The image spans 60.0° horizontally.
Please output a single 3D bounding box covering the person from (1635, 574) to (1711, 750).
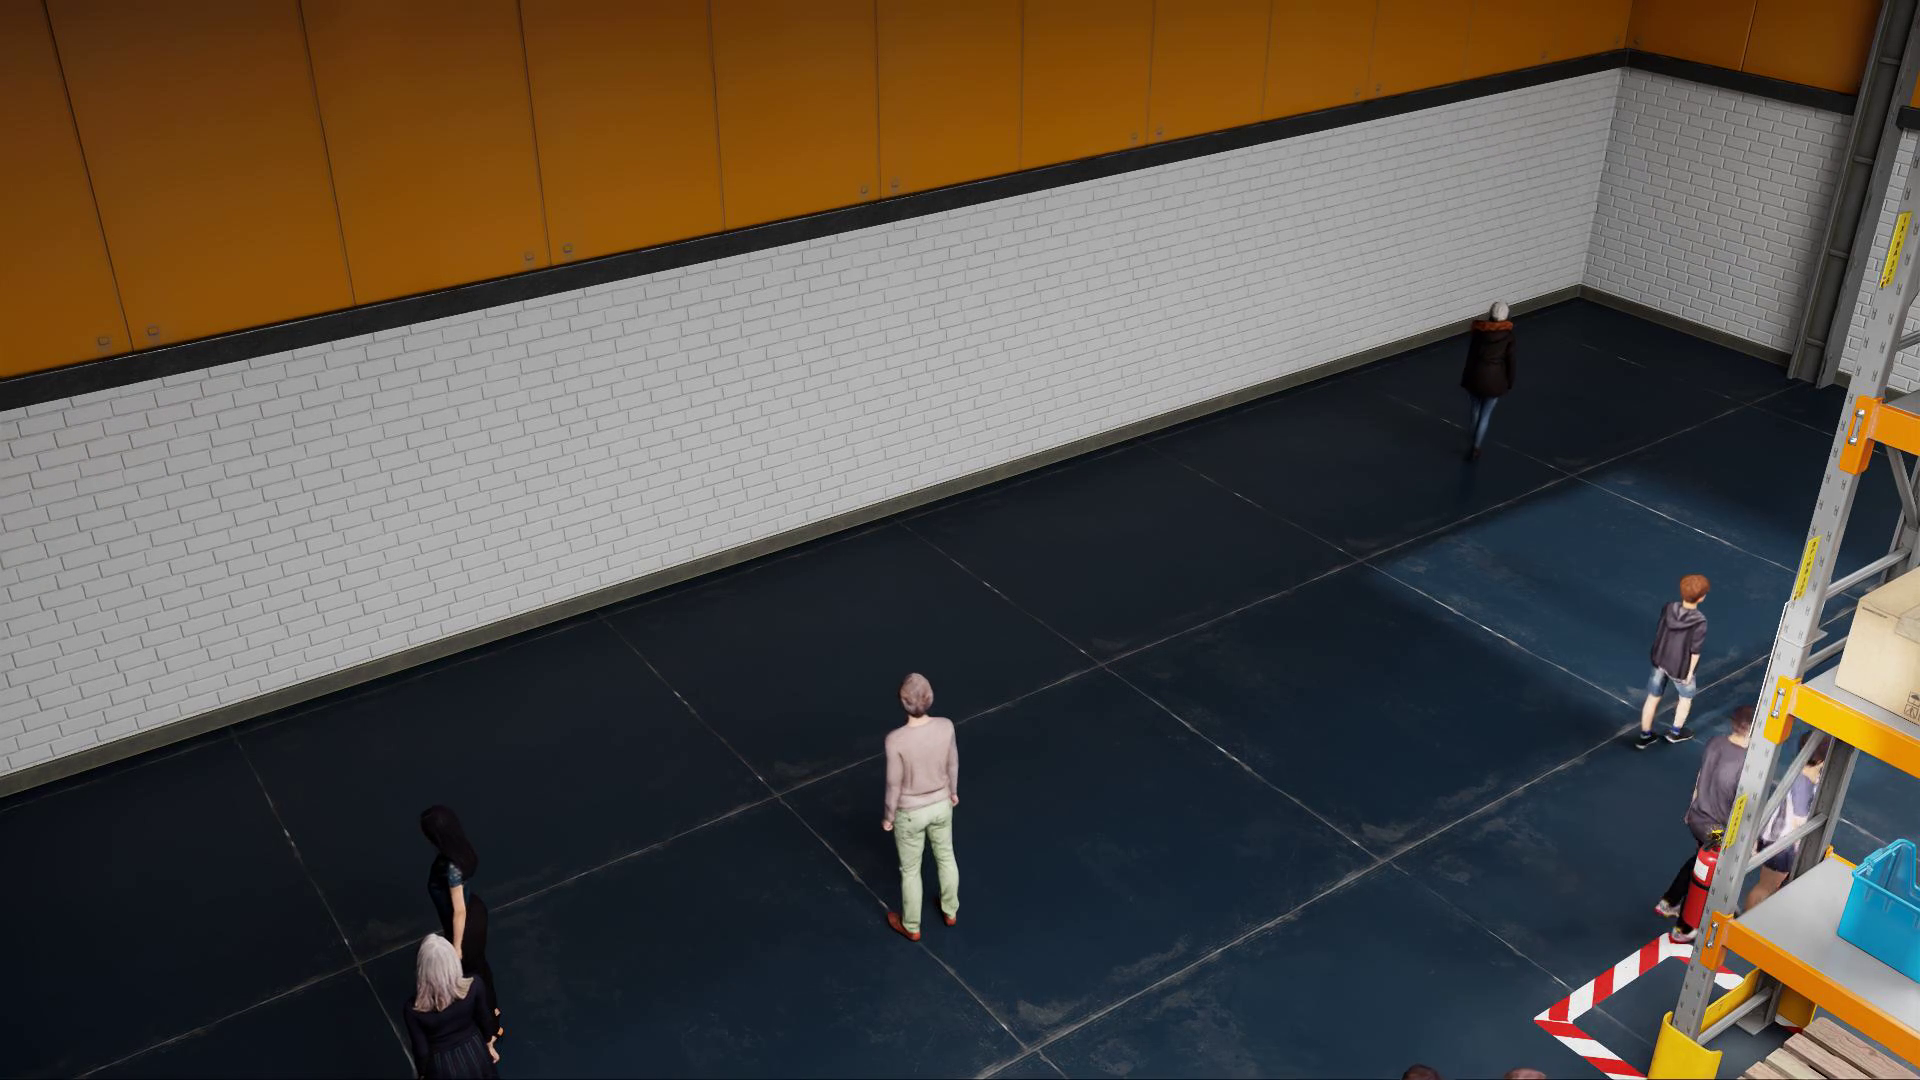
[{"bbox_3d":[5.159,0.911,12.111,0.607,1.433,0.628,-21,35,-33],"label":"person"}]

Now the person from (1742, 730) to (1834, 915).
[{"bbox_3d":[5.067,1.815,10.331,0.688,1.551,0.660,16,33,27],"label":"person"}]

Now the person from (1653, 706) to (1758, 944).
[{"bbox_3d":[4.552,1.778,10.186,0.817,1.754,0.714,-3,29,-6],"label":"person"}]

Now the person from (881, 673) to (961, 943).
[{"bbox_3d":[-0.236,1.661,10.281,0.700,1.869,0.599,-15,32,-26],"label":"person"}]

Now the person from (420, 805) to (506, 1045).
[{"bbox_3d":[-2.809,2.200,9.438,0.685,1.730,0.552,-6,29,-11],"label":"person"}]

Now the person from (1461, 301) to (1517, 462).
[{"bbox_3d":[5.189,-1.550,16.442,0.997,1.606,0.931,15,32,26],"label":"person"}]

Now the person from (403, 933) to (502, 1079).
[{"bbox_3d":[-2.570,2.704,8.496,0.599,1.746,0.555,-20,34,-32],"label":"person"}]
